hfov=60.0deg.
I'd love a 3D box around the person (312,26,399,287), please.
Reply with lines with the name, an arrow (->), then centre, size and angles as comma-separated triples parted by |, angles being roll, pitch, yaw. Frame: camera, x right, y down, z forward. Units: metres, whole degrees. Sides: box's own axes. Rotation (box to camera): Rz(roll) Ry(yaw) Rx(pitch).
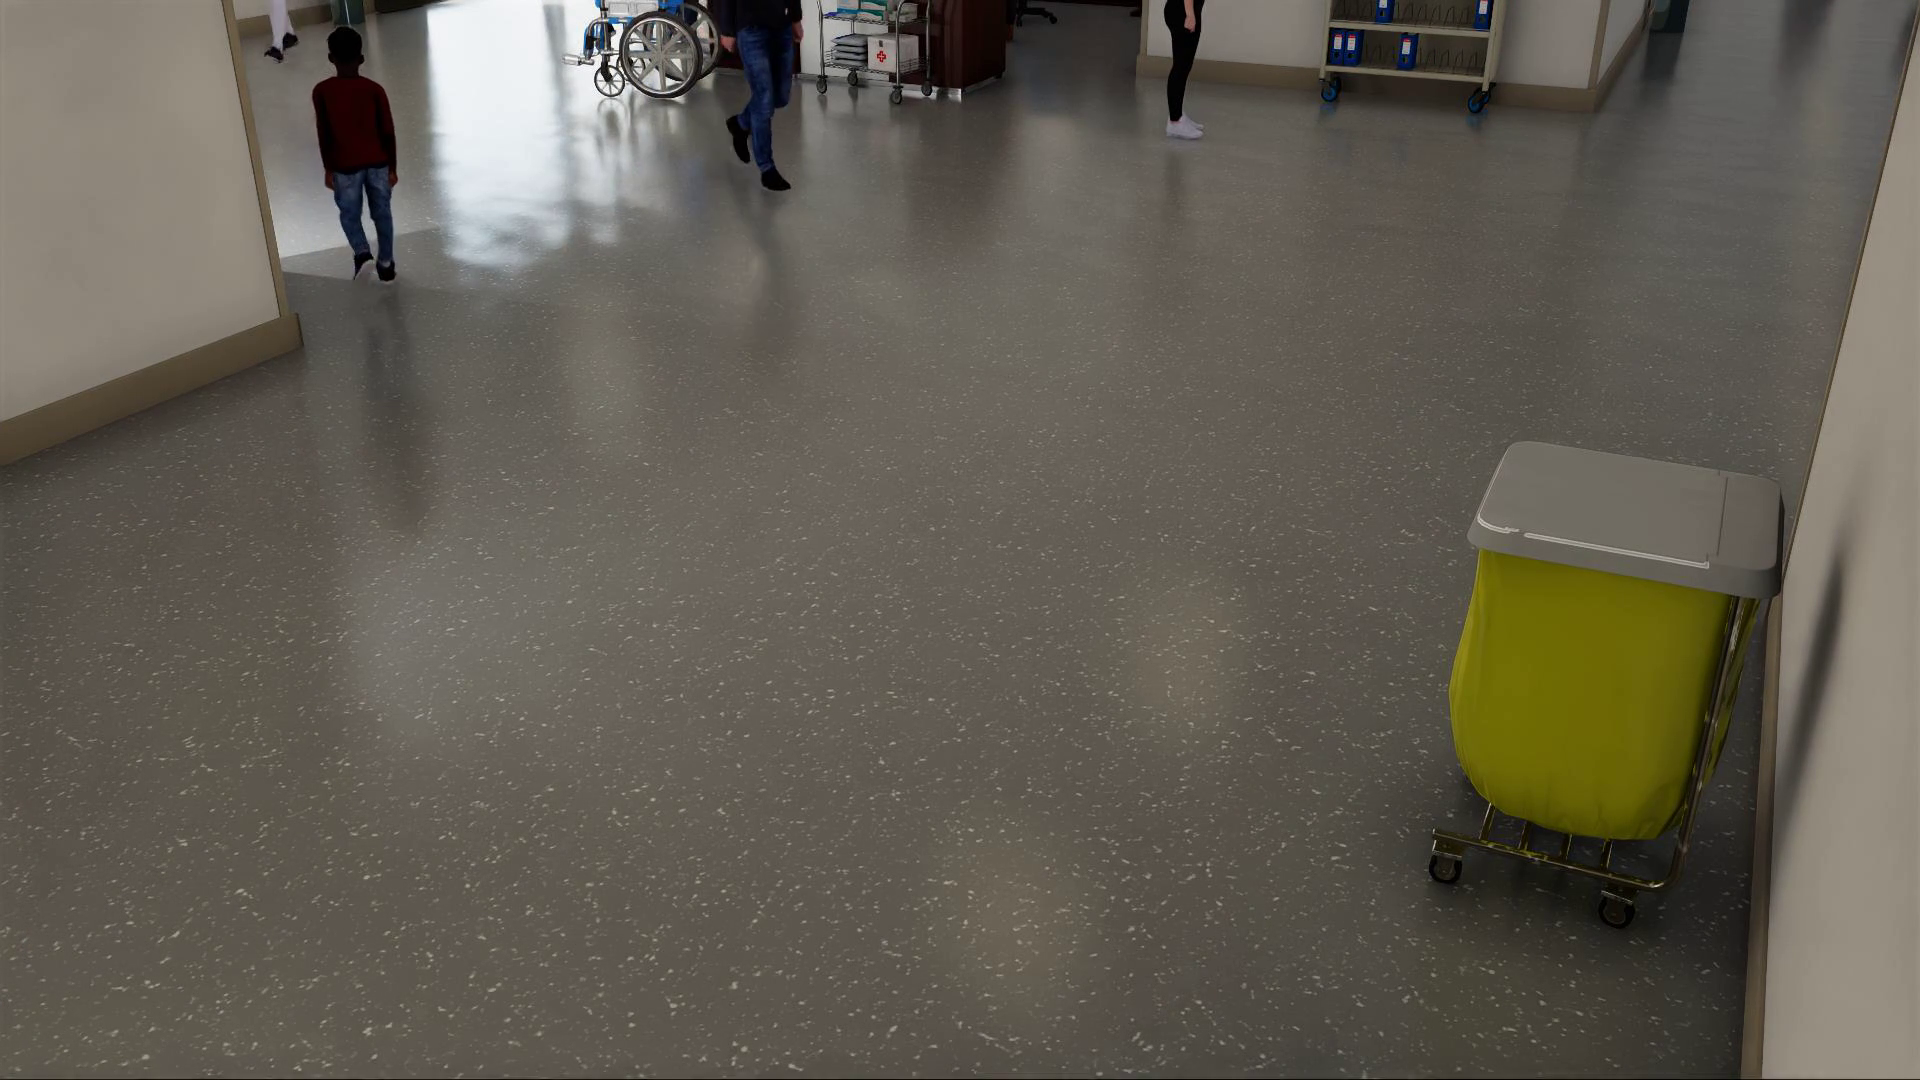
person -> -2.891, -1.811, 8.013 | 0.680, 1.245, 0.743 | -10, 28, -20

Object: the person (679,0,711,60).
person -> -2.275, -4.979, 14.022 | 0.623, 1.731, 0.676 | 4, 26, 7

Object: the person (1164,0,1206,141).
person -> 1.526, -3.548, 11.162 | 0.657, 1.638, 0.660 | 5, 26, 10

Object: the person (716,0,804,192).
person -> -1.214, -3.046, 9.860 | 0.960, 1.866, 1.150 | -19, 32, -34
